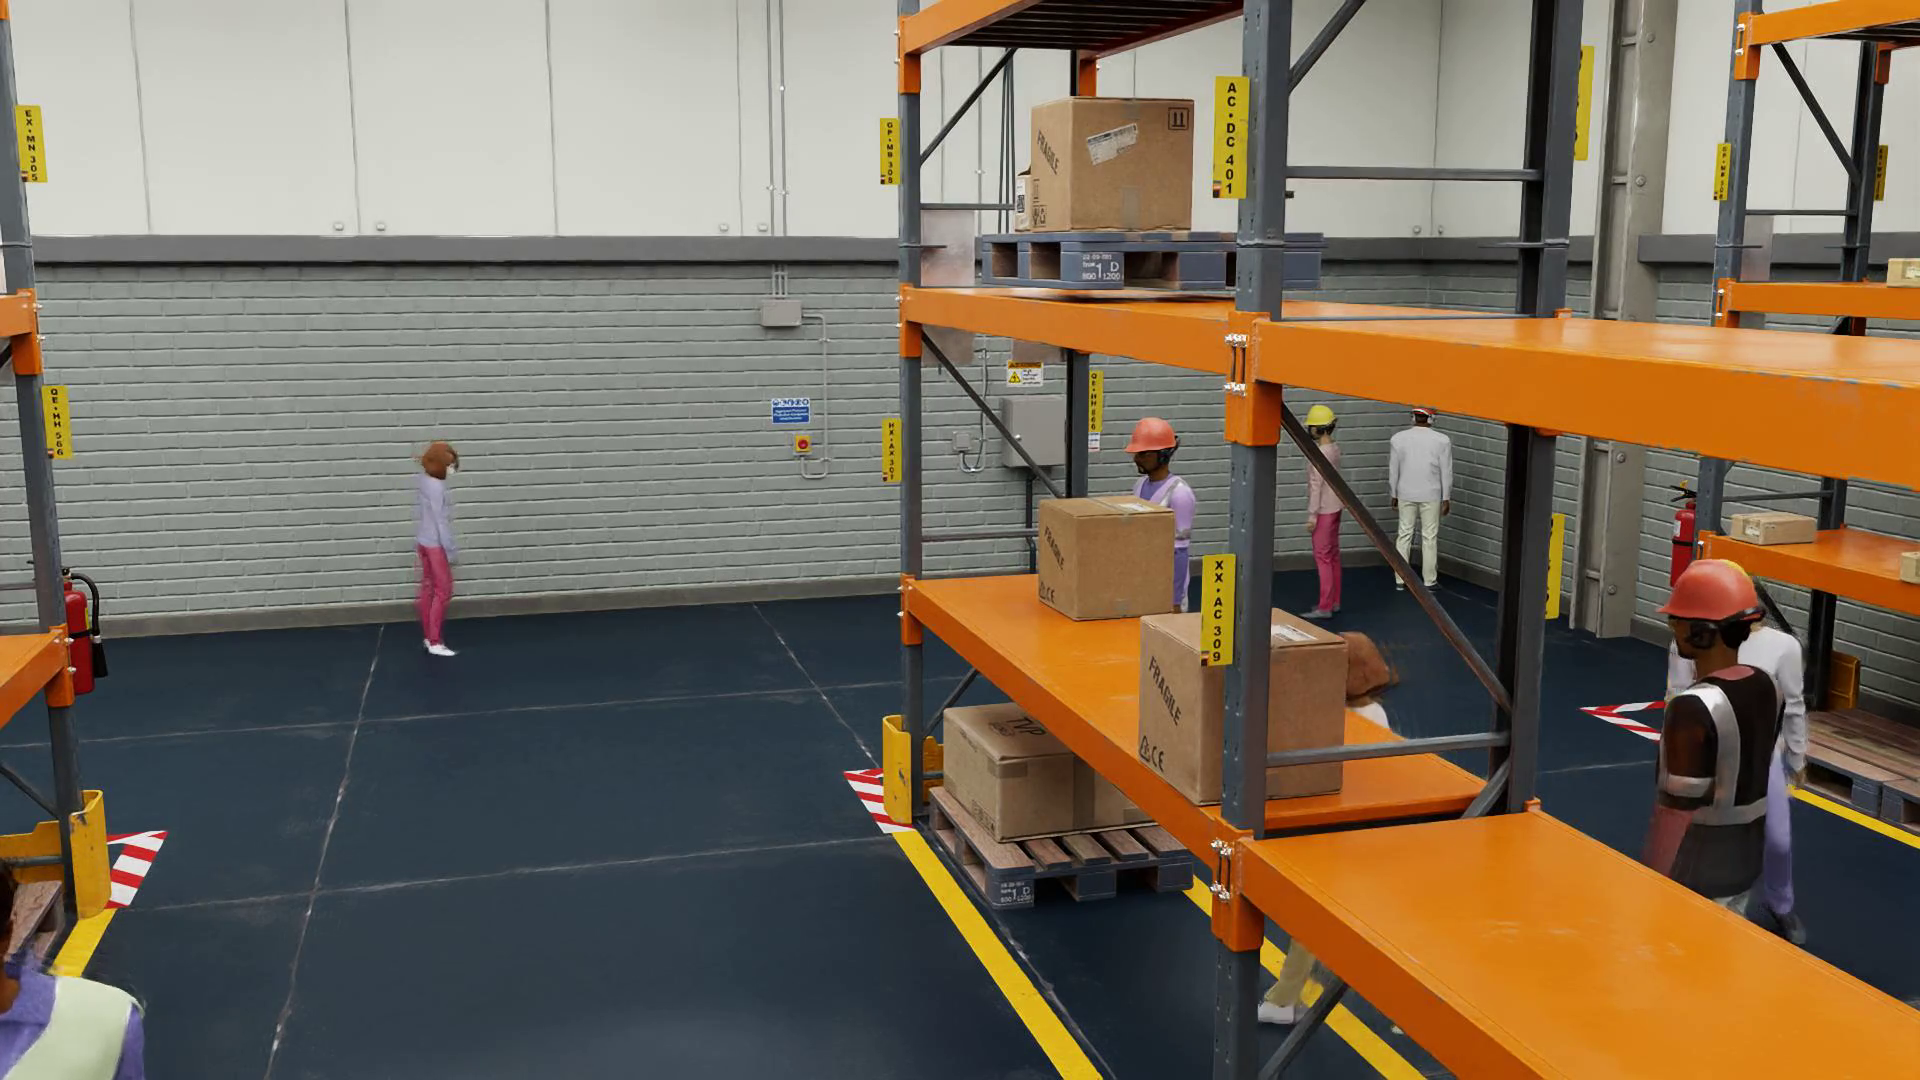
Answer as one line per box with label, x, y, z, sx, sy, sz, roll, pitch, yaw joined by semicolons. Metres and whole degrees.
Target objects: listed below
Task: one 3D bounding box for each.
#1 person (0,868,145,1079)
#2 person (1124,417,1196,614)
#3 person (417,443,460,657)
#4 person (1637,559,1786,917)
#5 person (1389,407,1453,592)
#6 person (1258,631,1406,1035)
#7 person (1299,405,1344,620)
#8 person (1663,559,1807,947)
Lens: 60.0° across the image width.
person;-1.975;1.517;3.424;0.609;1.873;1.005;-3;10;-14
person;1.175;0.275;10.045;0.406;2.036;0.601;-4;11;-23
person;-3.926;0.053;12.539;0.311;1.598;0.637;-5;11;-28
person;2.408;1.076;5.465;0.638;2.039;0.390;-9;13;-42
person;4.078;-0.409;14.719;0.565;1.751;0.330;6;12;31
person;1.526;1.136;6.379;0.846;1.592;0.516;-1;10;-4
person;2.966;-0.229;13.693;0.350;1.758;0.522;5;11;27
person;3.353;0.927;7.177;0.610;1.726;0.449;5;11;25
